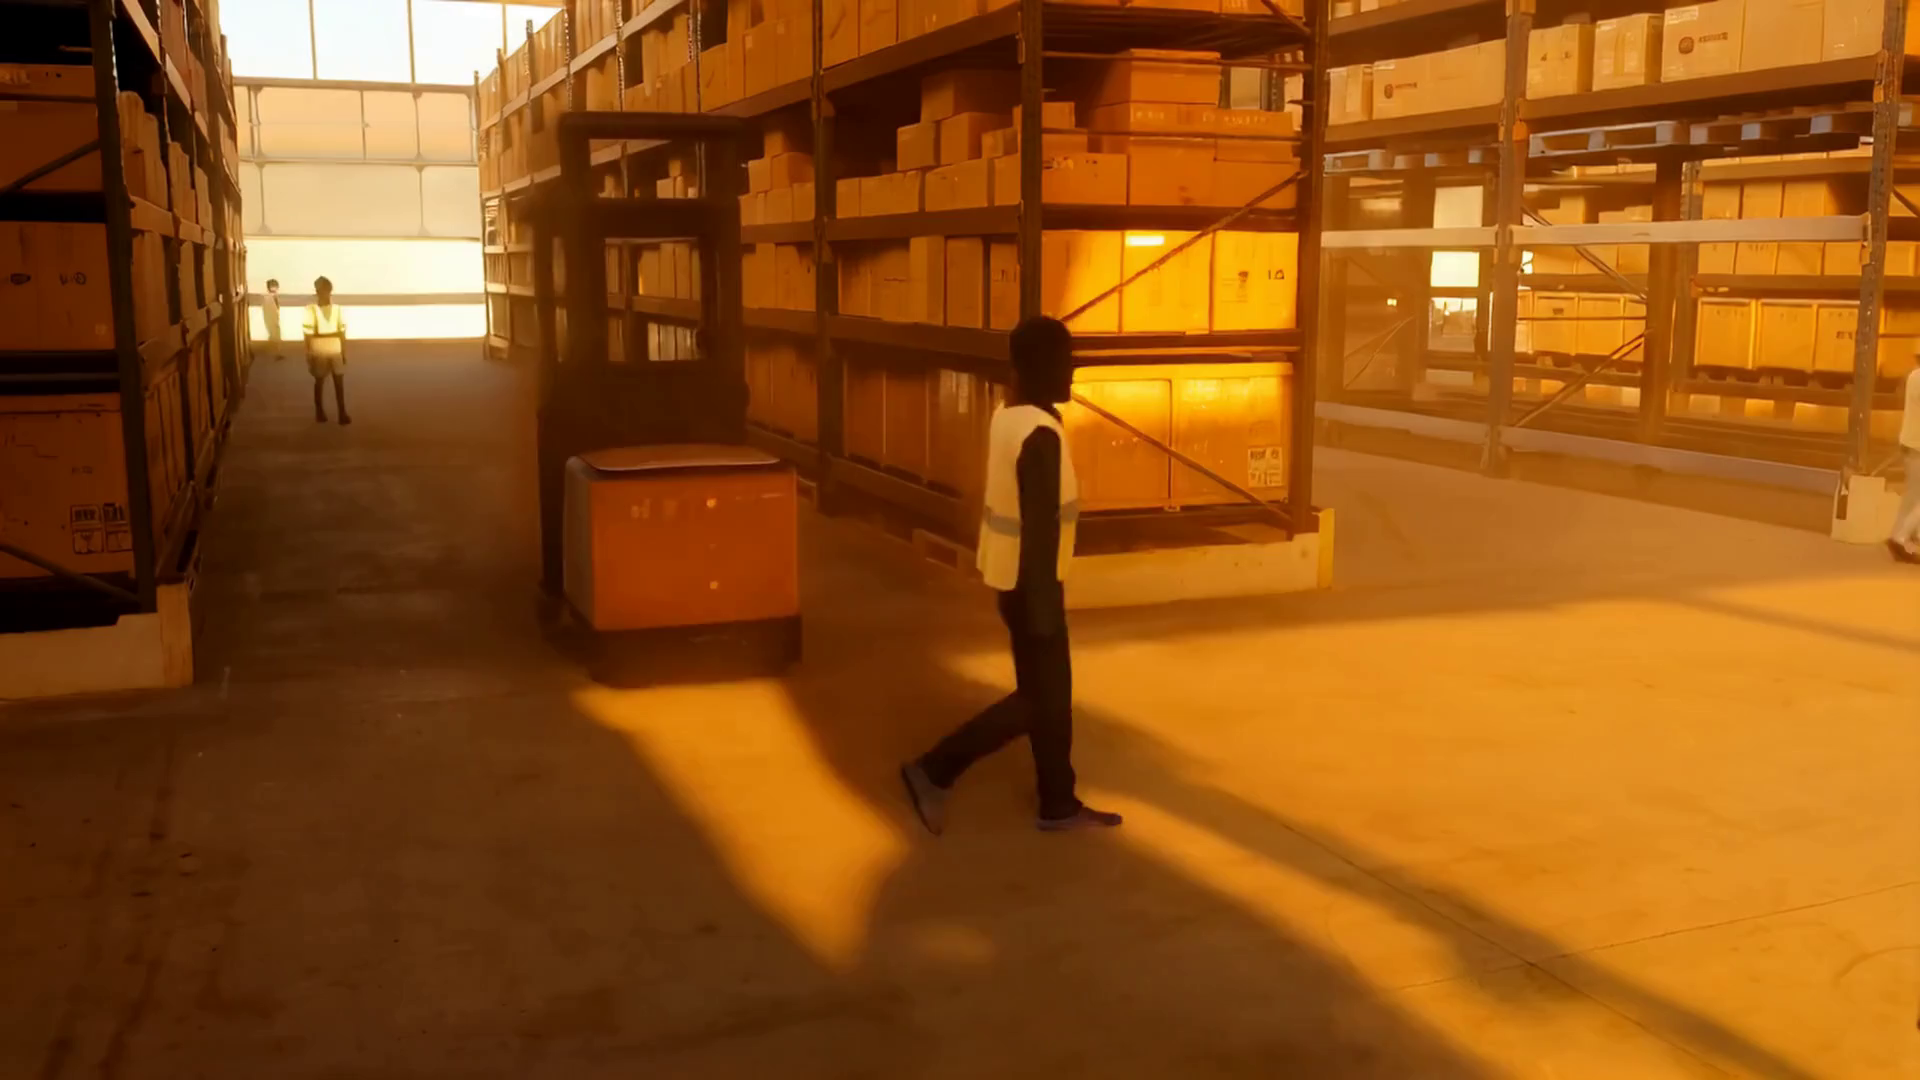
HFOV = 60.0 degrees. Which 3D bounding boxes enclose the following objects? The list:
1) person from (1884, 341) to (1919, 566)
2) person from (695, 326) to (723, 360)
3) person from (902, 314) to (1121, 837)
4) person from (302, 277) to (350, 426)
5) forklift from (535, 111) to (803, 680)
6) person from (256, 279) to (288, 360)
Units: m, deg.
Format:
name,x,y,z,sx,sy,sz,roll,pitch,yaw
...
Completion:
name,x,y,z,sx,sy,sz,roll,pitch,yaw
person,6.550,-0.609,11.258,0.347,1.616,0.496,1,10,7
person,-1.833,-0.794,12.451,0.525,1.599,0.835,-5,11,-27
person,0.191,0.152,5.899,0.754,1.900,0.595,-2,10,-9
person,-8.134,-2.415,21.315,0.564,1.891,1.008,-7,12,-37
forklift,-1.599,-0.821,8.783,1.129,2.768,1.873,-4,10,-22
person,-14.676,-4.690,35.380,0.576,1.731,0.575,-6,11,-31
